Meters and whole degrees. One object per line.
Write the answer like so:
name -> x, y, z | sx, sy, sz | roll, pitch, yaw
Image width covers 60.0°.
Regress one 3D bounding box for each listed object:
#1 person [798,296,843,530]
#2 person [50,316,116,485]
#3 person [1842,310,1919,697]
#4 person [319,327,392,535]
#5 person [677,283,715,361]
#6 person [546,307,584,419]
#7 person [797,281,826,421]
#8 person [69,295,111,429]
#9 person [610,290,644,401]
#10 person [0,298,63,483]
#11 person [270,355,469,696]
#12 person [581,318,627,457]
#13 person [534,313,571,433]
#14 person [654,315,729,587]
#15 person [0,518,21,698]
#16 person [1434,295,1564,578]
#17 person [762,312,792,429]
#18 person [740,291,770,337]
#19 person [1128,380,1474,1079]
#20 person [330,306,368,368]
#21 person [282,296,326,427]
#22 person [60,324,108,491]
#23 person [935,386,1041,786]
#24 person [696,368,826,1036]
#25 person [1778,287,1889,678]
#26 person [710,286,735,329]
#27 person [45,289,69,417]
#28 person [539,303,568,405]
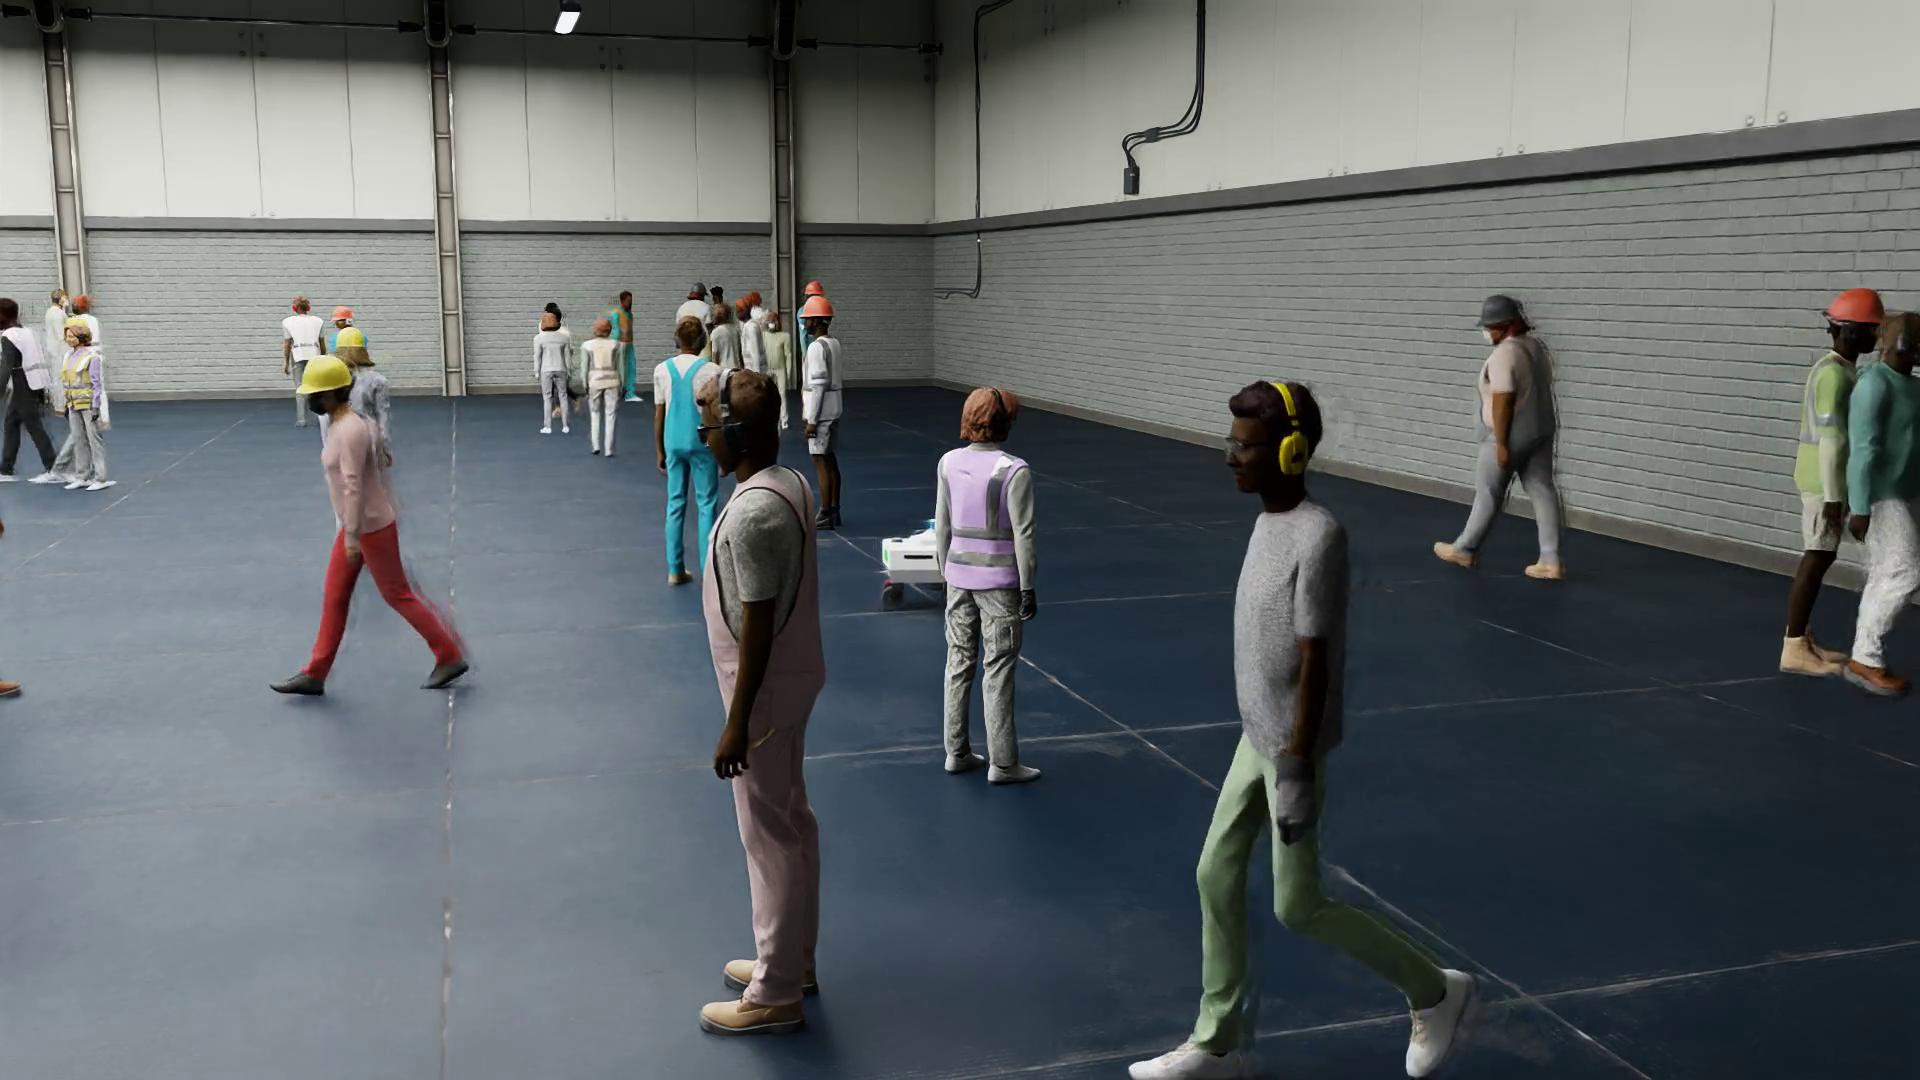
person -> -1.169, -1.047, 13.817 | 0.359, 1.936, 0.551 | 2, 9, 13
person -> -8.897, -1.392, 16.739 | 0.483, 1.718, 0.617 | -7, 11, -37
person -> 4.703, -0.170, 8.273 | 0.658, 1.917, 0.529 | -8, 12, -41
person -> -4.280, -0.637, 11.821 | 0.486, 1.742, 0.300 | -2, 9, -13
person -> -4.345, -3.292, 27.808 | 0.672, 2.000, 0.536 | 4, 10, 23
person -> -5.942, -2.654, 24.887 | 0.608, 1.671, 0.544 | -7, 11, -37
person -> -2.140, -2.777, 24.517 | 0.377, 2.045, 0.605 | 4, 10, 25
person -> -12.162, -2.467, 23.131 | 0.681, 1.852, 0.598 | 2, 9, 14
person -> -5.771, -3.293, 28.283 | 0.669, 1.897, 0.597 | 4, 10, 23
person -> -9.613, -1.498, 16.846 | 0.899, 1.877, 0.623 | -2, 9, -15
person -> -2.948, -0.065, 8.279 | 0.927, 1.715, 0.564 | -5, 10, -29
person -> -4.175, -1.791, 19.572 | 0.513, 1.620, 0.573 | -1, 9, -6
person -> -5.505, -2.253, 22.508 | 0.501, 1.629, 0.288 | -5, 10, -27
person -> -1.804, -0.590, 11.221 | 0.517, 1.838, 0.342 | 2, 9, 13
person -> -4.851, -0.146, 8.032 | 0.404, 1.945, 0.615 | 1, 9, 3
person -> 3.838, -0.760, 11.653 | 0.687, 2.000, 1.013 | -6, 11, -34
person -> -2.584, -2.354, 23.155 | 0.499, 1.627, 0.281 | 0, 9, 2
person -> -3.513, -3.326, 28.554 | 0.763, 1.883, 0.569 | 4, 10, 24
person -> 0.880, 0.513, 4.188 | 0.801, 1.838, 0.525 | -1, 9, -7
person -> -7.747, -2.081, 21.025 | 0.574, 1.742, 0.350 | 3, 9, 20
person -> -9.206, -2.503, 23.405 | 0.571, 1.840, 0.373 | -7, 11, -36
person -> -8.642, -1.303, 16.397 | 0.511, 1.641, 0.307 | 4, 10, 26
person -> 0.110, 0.189, 6.875 | 0.523, 1.639, 0.309 | 8, 12, 43
person -> -0.554, 0.447, 4.602 | 0.344, 1.839, 0.504 | 1, 9, 8
person -> 4.606, -0.300, 8.743 | 0.417, 2.035, 0.608 | 5, 10, 31
person -> -4.187, -3.439, 29.050 | 0.380, 1.946, 0.601 | 7, 11, 37
person -> -13.587, -2.819, 25.132 | 0.373, 1.936, 0.627 | -7, 11, -37
person -> -6.734, -3.087, 27.589 | 0.540, 1.698, 0.315 | -7, 11, -39
